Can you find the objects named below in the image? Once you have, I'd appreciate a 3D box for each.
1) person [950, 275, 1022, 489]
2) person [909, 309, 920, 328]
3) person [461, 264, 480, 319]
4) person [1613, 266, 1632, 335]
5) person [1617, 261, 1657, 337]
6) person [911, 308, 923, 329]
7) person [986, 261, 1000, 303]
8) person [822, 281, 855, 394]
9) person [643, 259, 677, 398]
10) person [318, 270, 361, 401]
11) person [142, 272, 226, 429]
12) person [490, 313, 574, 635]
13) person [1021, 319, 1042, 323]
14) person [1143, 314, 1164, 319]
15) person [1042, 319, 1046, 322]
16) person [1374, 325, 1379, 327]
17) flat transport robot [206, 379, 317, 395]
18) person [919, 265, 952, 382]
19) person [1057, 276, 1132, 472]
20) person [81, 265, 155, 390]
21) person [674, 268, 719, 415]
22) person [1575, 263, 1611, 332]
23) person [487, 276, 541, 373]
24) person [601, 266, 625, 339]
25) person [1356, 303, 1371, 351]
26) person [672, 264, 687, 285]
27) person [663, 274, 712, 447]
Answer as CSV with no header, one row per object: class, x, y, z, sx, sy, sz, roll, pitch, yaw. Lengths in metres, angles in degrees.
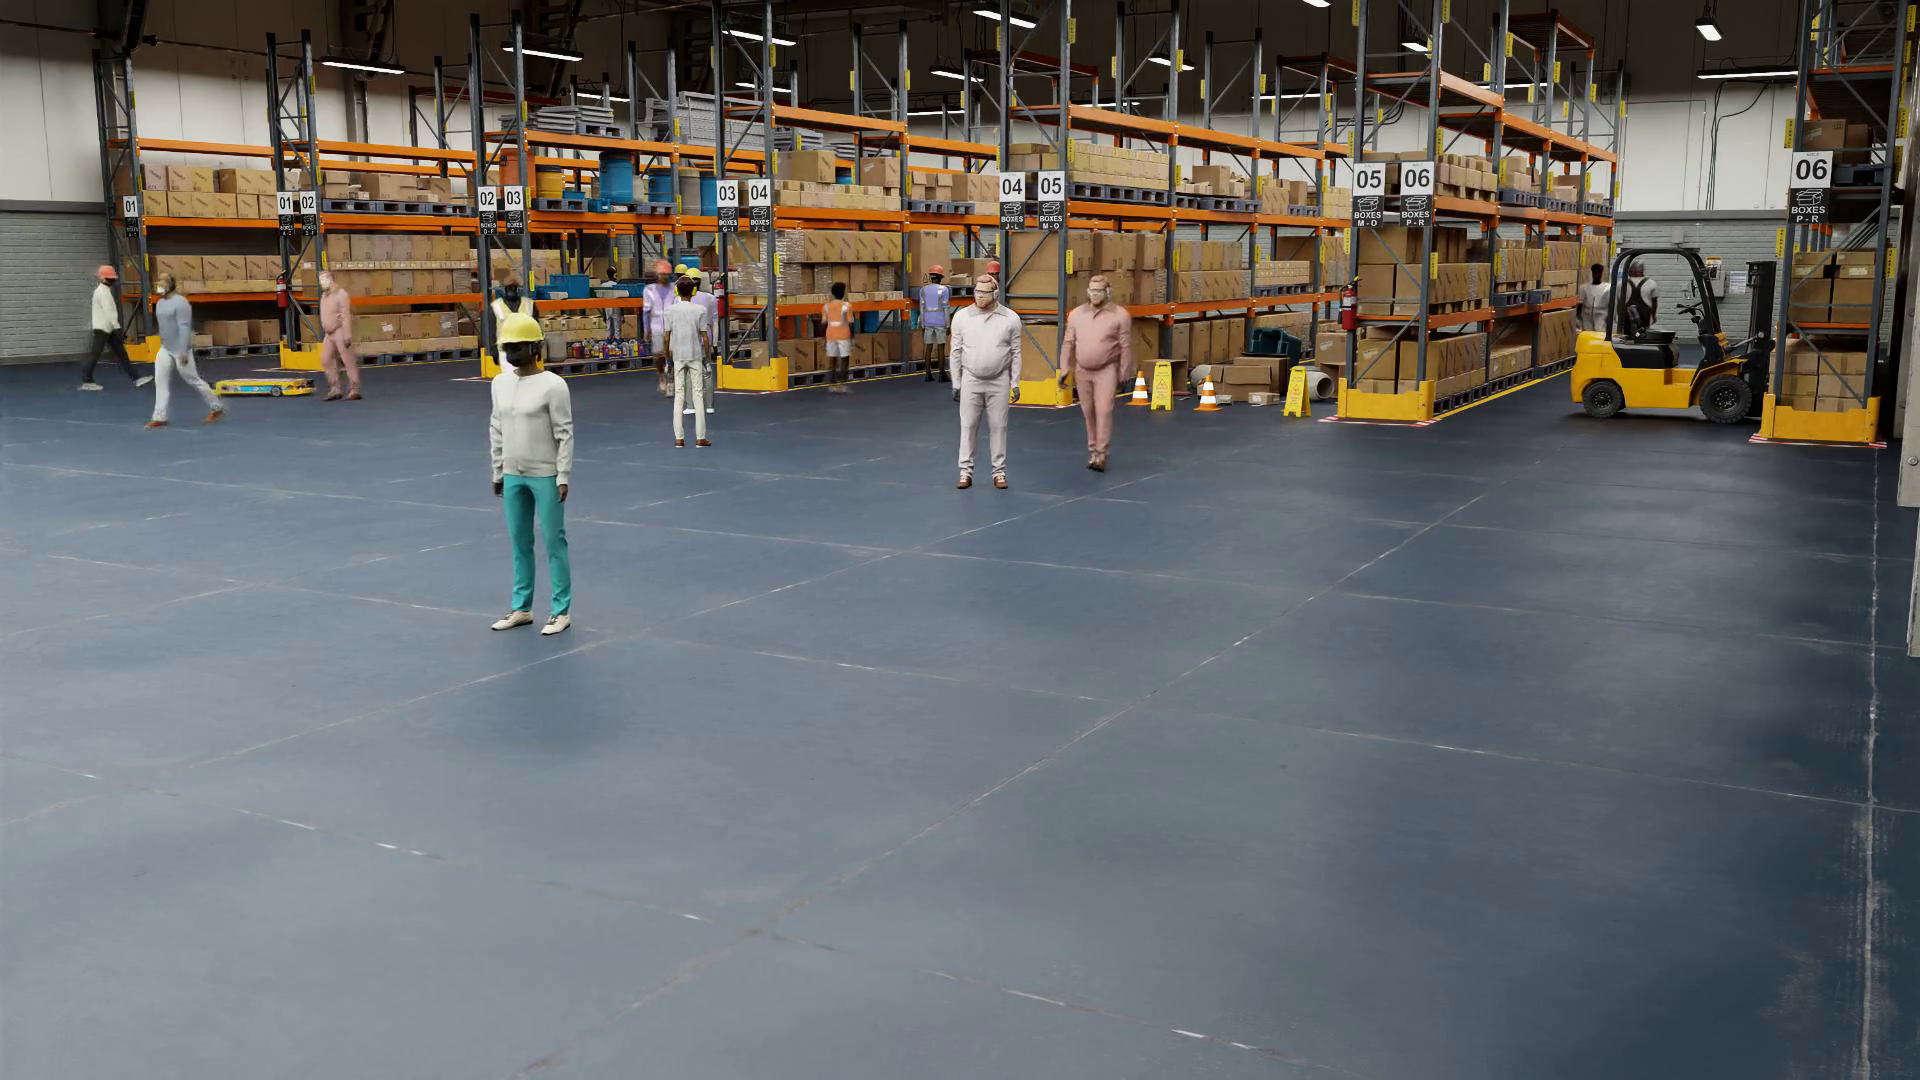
person,0.232,-1.399,14.836,0.642,1.905,0.399,0,10,1
person,-1.079,-5.161,37.027,0.633,1.846,0.429,7,12,35
person,-10.422,-4.997,35.914,0.573,1.892,0.929,5,11,28
person,13.285,-4.504,32.974,0.639,1.923,0.464,3,10,20
person,12.604,-4.230,31.007,0.693,2.000,0.971,5,11,26
person,-0.887,-5.012,36.216,0.579,1.831,0.411,2,10,10
person,0.510,-3.175,24.961,0.611,1.996,0.378,3,10,17
person,-1.821,-3.047,25.083,0.539,1.695,0.317,4,11,24
person,-4.348,-3.106,24.468,0.636,2.026,0.503,-1,10,-5
person,-8.949,-2.922,23.843,0.752,1.862,0.690,8,12,39
person,-9.477,-2.313,20.246,0.639,1.896,1.029,6,11,32
person,-2.358,-0.357,9.129,0.526,1.768,0.331,4,11,24
person,1.166,-3.886,28.965,0.615,2.047,0.357,6,11,30
person,4.037,-4.715,34.435,0.634,1.840,0.429,9,13,42
person,1.299,-4.313,31.696,0.613,1.966,0.761,5,11,28
person,9.664,-5.378,38.846,0.845,1.645,0.529,4,11,25
flat transport robot,-10.427,-2.288,24.811,1.431,0.197,0.652,-1,10,-4
person,-0.393,-3.564,27.433,0.542,1.929,0.368,5,11,26
person,1.262,-1.586,16.006,0.650,1.874,0.868,5,11,26
person,-13.184,-3.291,25.838,1.084,1.917,0.617,-3,10,-19
person,-3.455,-2.598,21.803,0.585,1.920,0.373,-4,10,-22
person,11.336,-3.968,29.774,0.607,1.941,0.707,5,11,28
person,-5.584,-2.389,20.850,0.637,1.828,0.672,-4,11,-24
person,-6.769,-4.403,32.519,0.509,1.872,0.329,4,11,24
person,8.837,-5.054,36.371,0.510,1.860,0.333,2,10,12
person,-5.100,-4.080,30.457,0.587,1.928,0.381,6,12,33
person,-2.952,-1.936,18.059,0.524,1.876,0.325,0,10,2
